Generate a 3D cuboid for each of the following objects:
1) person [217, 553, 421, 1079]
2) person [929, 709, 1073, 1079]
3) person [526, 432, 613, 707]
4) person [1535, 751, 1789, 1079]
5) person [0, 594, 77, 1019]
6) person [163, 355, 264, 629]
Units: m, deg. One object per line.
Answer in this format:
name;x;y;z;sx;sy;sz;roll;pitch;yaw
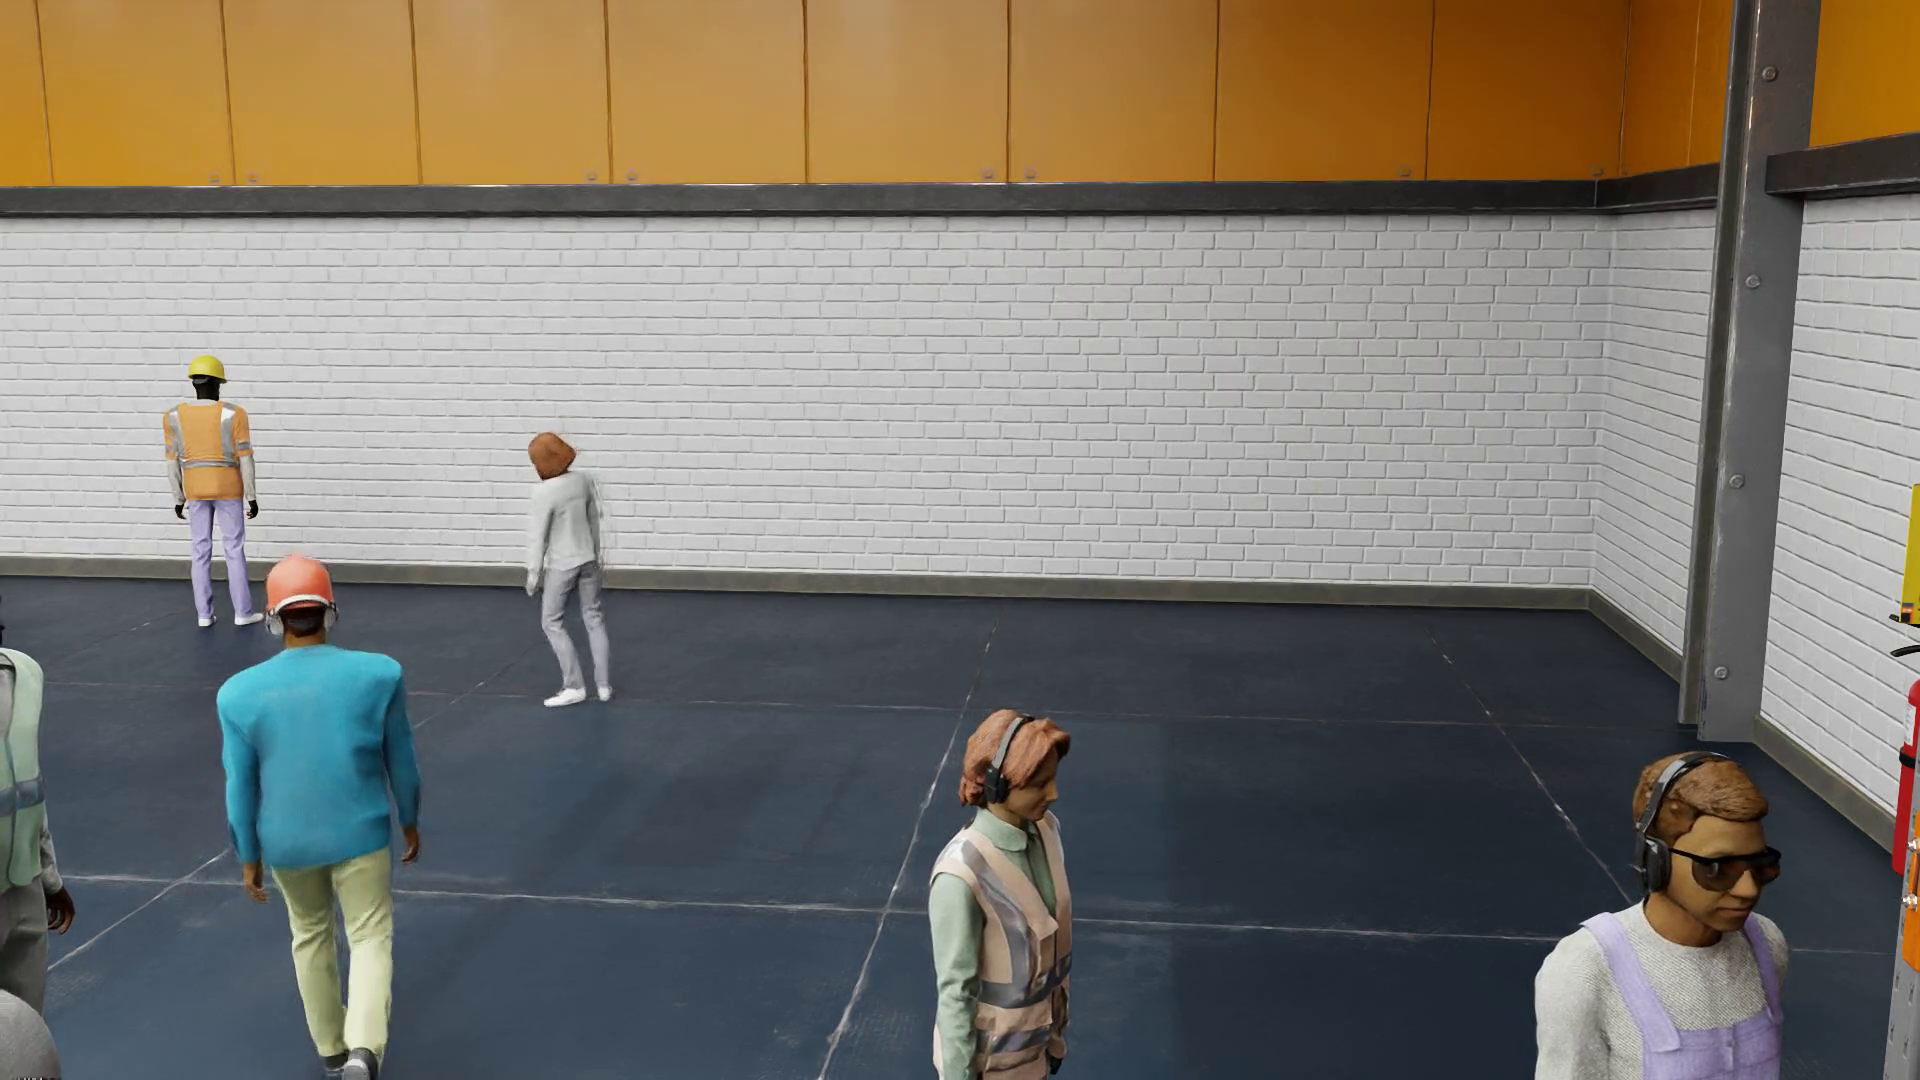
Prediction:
person;-1.951;0.909;5.126;0.566;1.725;0.735;-3;10;-17
person;0.094;1.183;3.789;0.310;1.639;0.522;5;11;26
person;-2.269;0.170;9.690;0.387;1.615;0.559;5;11;26
person;1.185;1.246;2.838;0.517;1.844;0.329;-4;11;-24
person;-2.569;0.948;4.334;0.377;1.917;0.599;1;10;7
person;-5.227;-0.331;11.663;0.585;1.917;0.382;-1;10;-6
